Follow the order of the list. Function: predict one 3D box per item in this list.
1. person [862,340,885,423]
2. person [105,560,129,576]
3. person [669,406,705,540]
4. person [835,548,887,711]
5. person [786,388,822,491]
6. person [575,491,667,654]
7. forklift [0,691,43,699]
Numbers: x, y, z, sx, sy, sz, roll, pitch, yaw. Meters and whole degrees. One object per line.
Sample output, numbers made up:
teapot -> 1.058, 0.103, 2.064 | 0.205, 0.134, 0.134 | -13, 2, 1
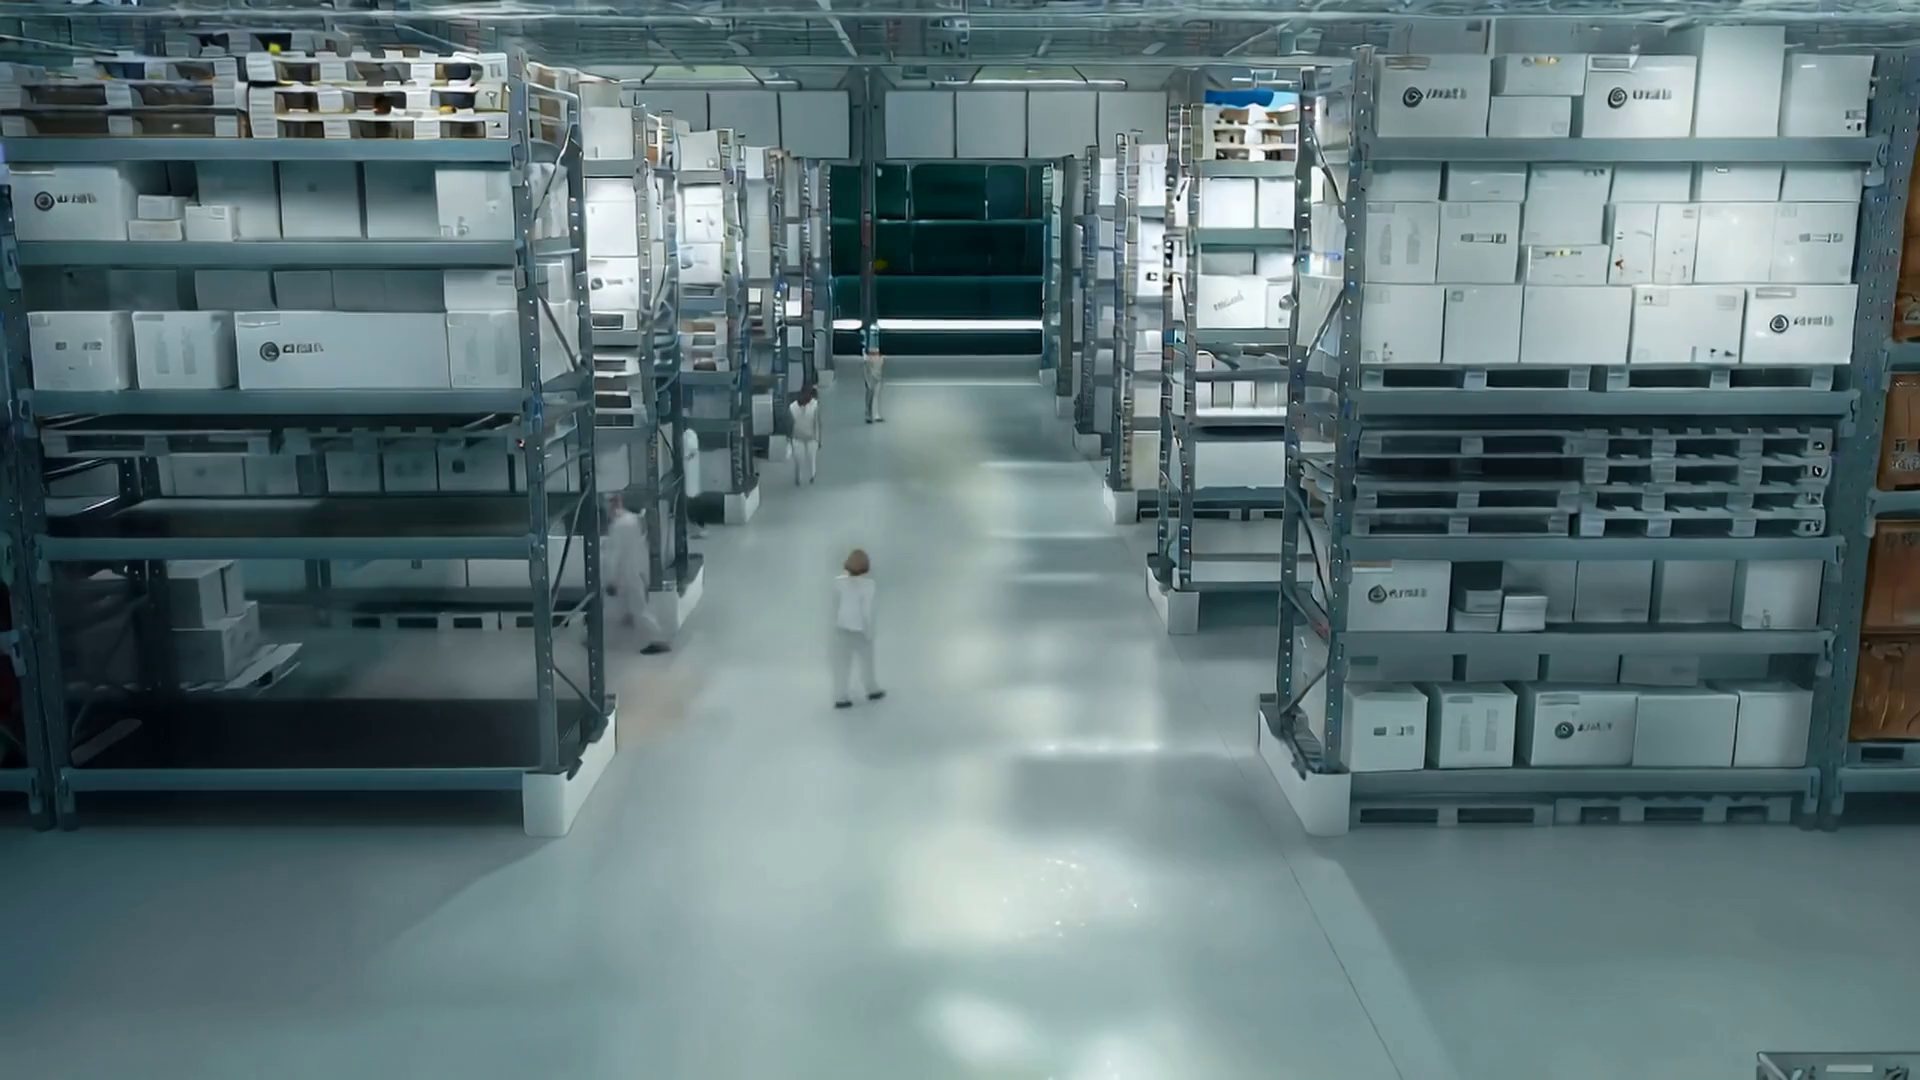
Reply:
person -> -1.945, -3.647, 38.201 | 0.399, 1.907, 0.644 | 10, 15, 40
person -> -8.295, 0.833, 16.516 | 0.315, 1.696, 0.540 | -11, 16, -43
person -> -4.119, -0.974, 24.659 | 0.694, 2.018, 0.610 | -7, 13, -32
person -> -0.993, 0.868, 16.568 | 0.525, 1.602, 0.738 | 8, 14, 33
person -> -2.739, -1.785, 29.266 | 0.635, 1.798, 0.957 | 0, 11, 1
person -> -3.781, 0.370, 18.489 | 1.080, 1.826, 0.673 | -1, 11, -3
forklift -> -10.062, 0.192, 16.747 | 1.873, 2.768, 1.129 | 0, 11, -1
